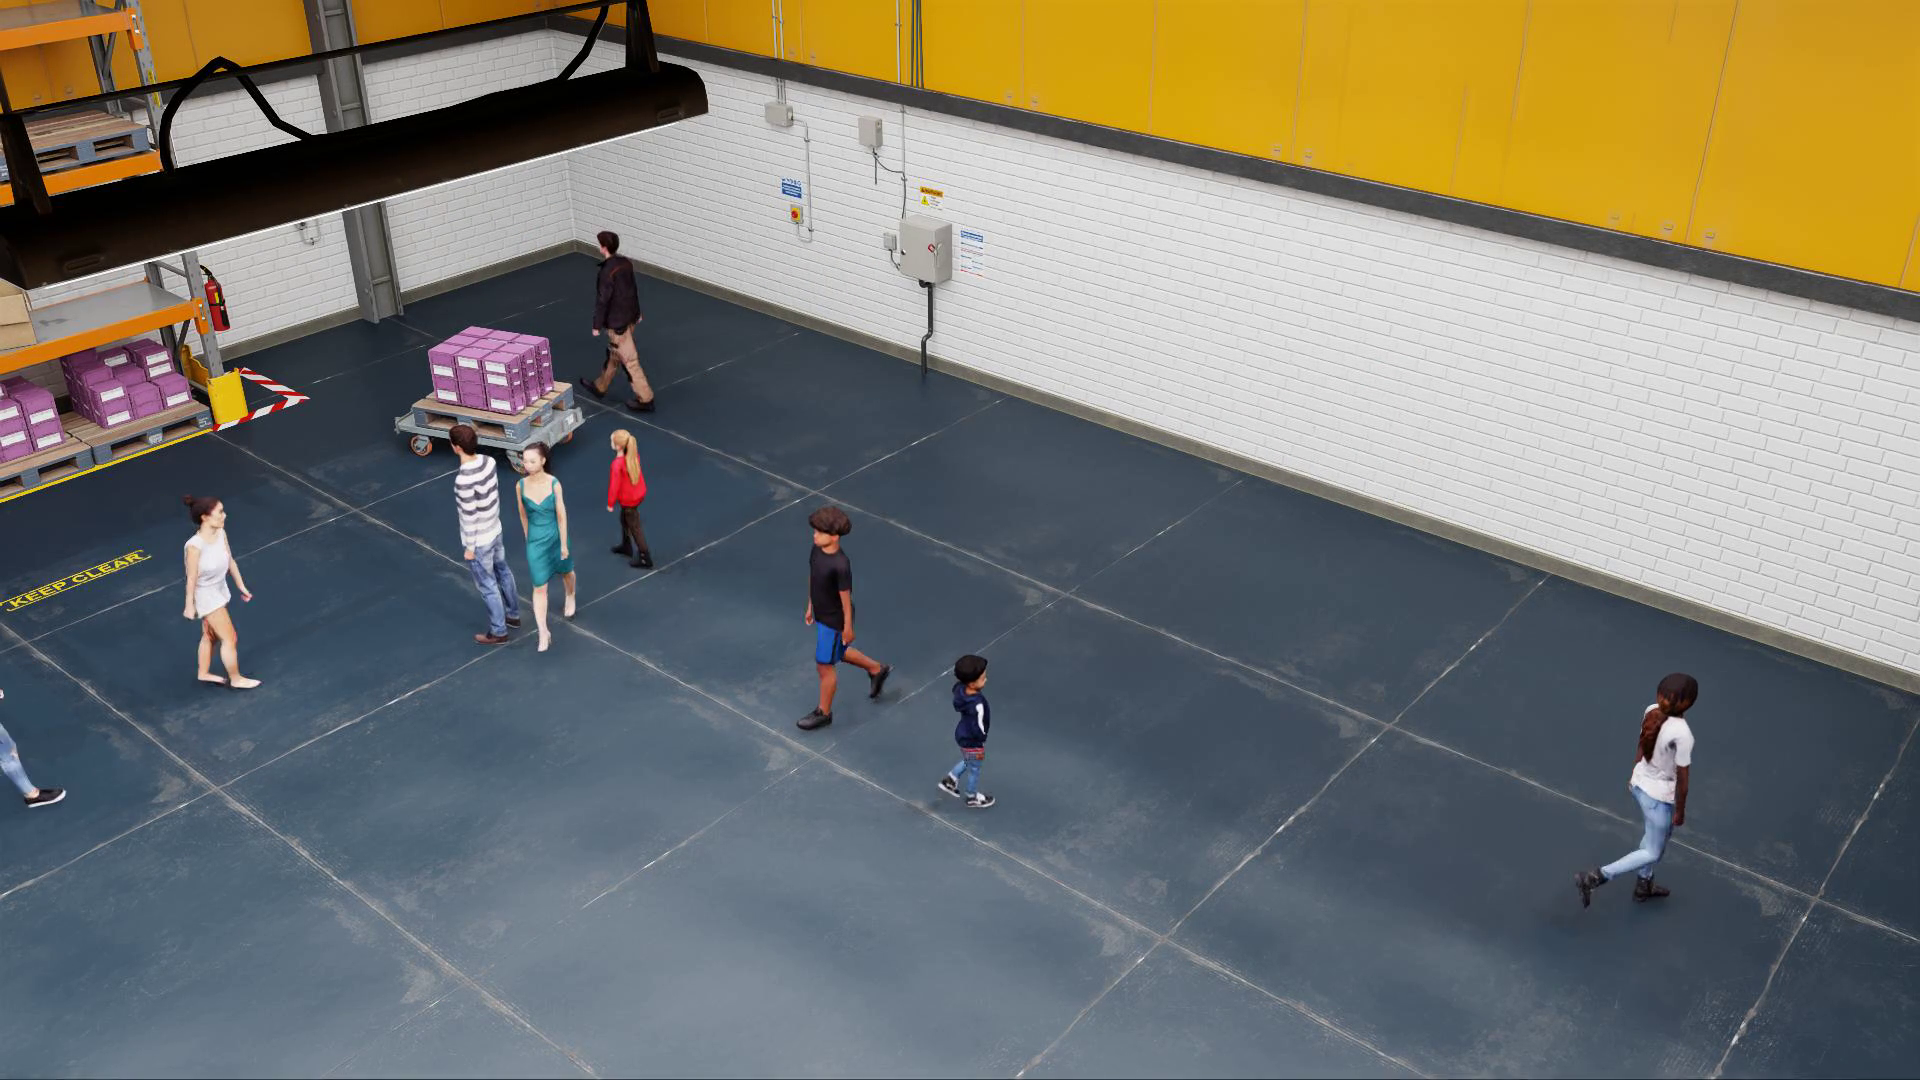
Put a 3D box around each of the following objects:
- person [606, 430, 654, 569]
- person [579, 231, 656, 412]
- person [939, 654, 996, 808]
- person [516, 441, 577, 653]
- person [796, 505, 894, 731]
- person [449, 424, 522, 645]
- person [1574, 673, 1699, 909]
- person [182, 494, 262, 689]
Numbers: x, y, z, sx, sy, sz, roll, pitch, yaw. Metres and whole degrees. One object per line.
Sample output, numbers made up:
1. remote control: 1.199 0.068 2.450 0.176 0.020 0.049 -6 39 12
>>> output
1. person: -2.766 -0.340 14.181 0.709 1.266 0.713 9 30 16
2. person: -3.374 -2.177 16.898 1.083 1.889 1.207 8 30 15
3. person: 0.028 1.299 11.229 0.730 1.215 0.669 -6 29 -10
4. person: -3.226 -0.003 13.178 0.965 1.634 1.068 0 29 0
5. person: -0.849 0.524 12.064 1.151 1.776 0.869 -15 32 -25
6. person: -3.736 -0.051 13.042 0.784 1.849 0.634 7 29 12
7. person: 4.198 1.583 10.196 1.040 1.706 0.964 -4 29 -7
8. person: -5.688 0.414 12.459 0.856 1.591 0.816 5 29 10
